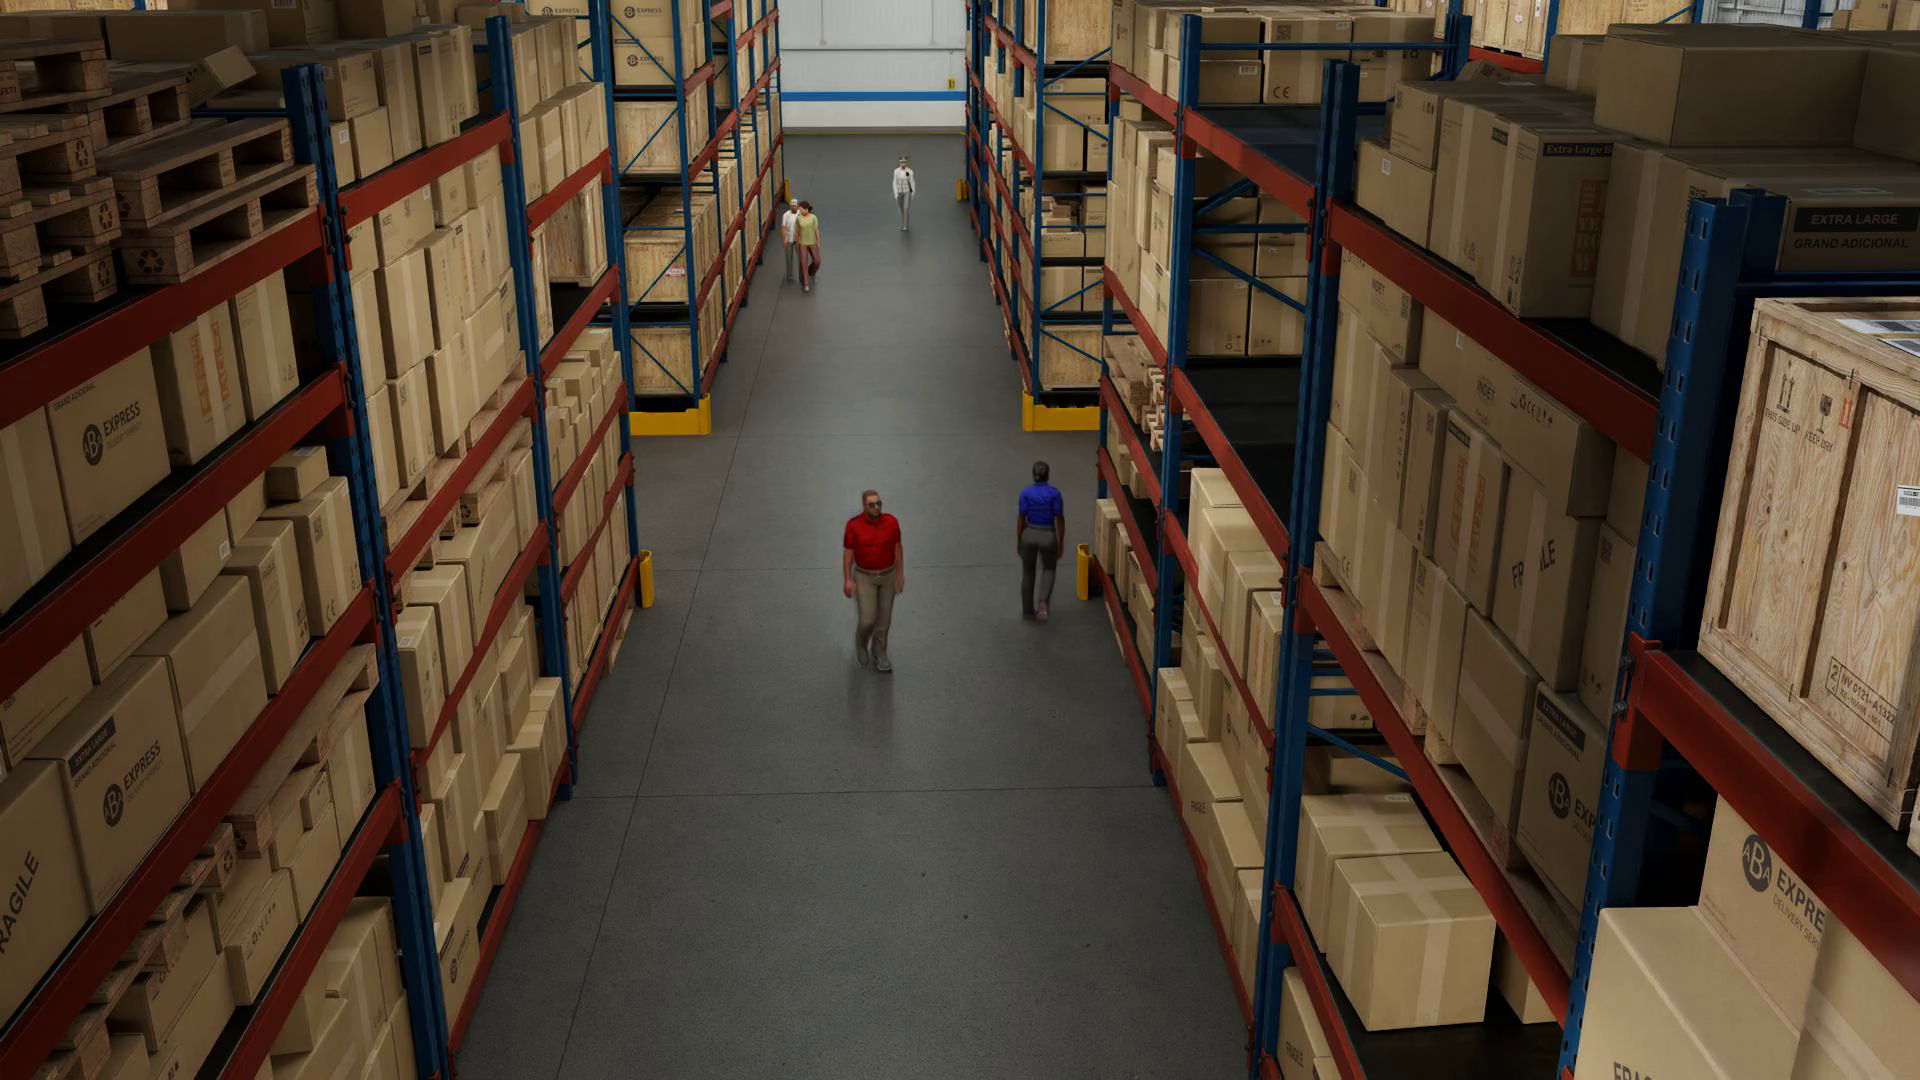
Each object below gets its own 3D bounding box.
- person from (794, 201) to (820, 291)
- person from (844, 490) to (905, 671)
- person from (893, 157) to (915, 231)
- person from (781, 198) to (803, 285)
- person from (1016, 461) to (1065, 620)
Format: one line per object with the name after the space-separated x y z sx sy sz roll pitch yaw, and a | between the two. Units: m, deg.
-2.899 -5.611 31.625 0.472 1.678 0.593 -2 21 -7 | person
-0.770 0.385 15.484 0.582 1.727 0.451 -9 22 -22 | person
-1.281 -7.934 37.930 0.480 1.640 0.944 5 21 14 | person
-3.189 -5.760 32.084 0.494 1.630 0.922 -3 21 -8 | person
0.794 0.036 16.527 0.486 1.652 0.543 3 21 7 | person
